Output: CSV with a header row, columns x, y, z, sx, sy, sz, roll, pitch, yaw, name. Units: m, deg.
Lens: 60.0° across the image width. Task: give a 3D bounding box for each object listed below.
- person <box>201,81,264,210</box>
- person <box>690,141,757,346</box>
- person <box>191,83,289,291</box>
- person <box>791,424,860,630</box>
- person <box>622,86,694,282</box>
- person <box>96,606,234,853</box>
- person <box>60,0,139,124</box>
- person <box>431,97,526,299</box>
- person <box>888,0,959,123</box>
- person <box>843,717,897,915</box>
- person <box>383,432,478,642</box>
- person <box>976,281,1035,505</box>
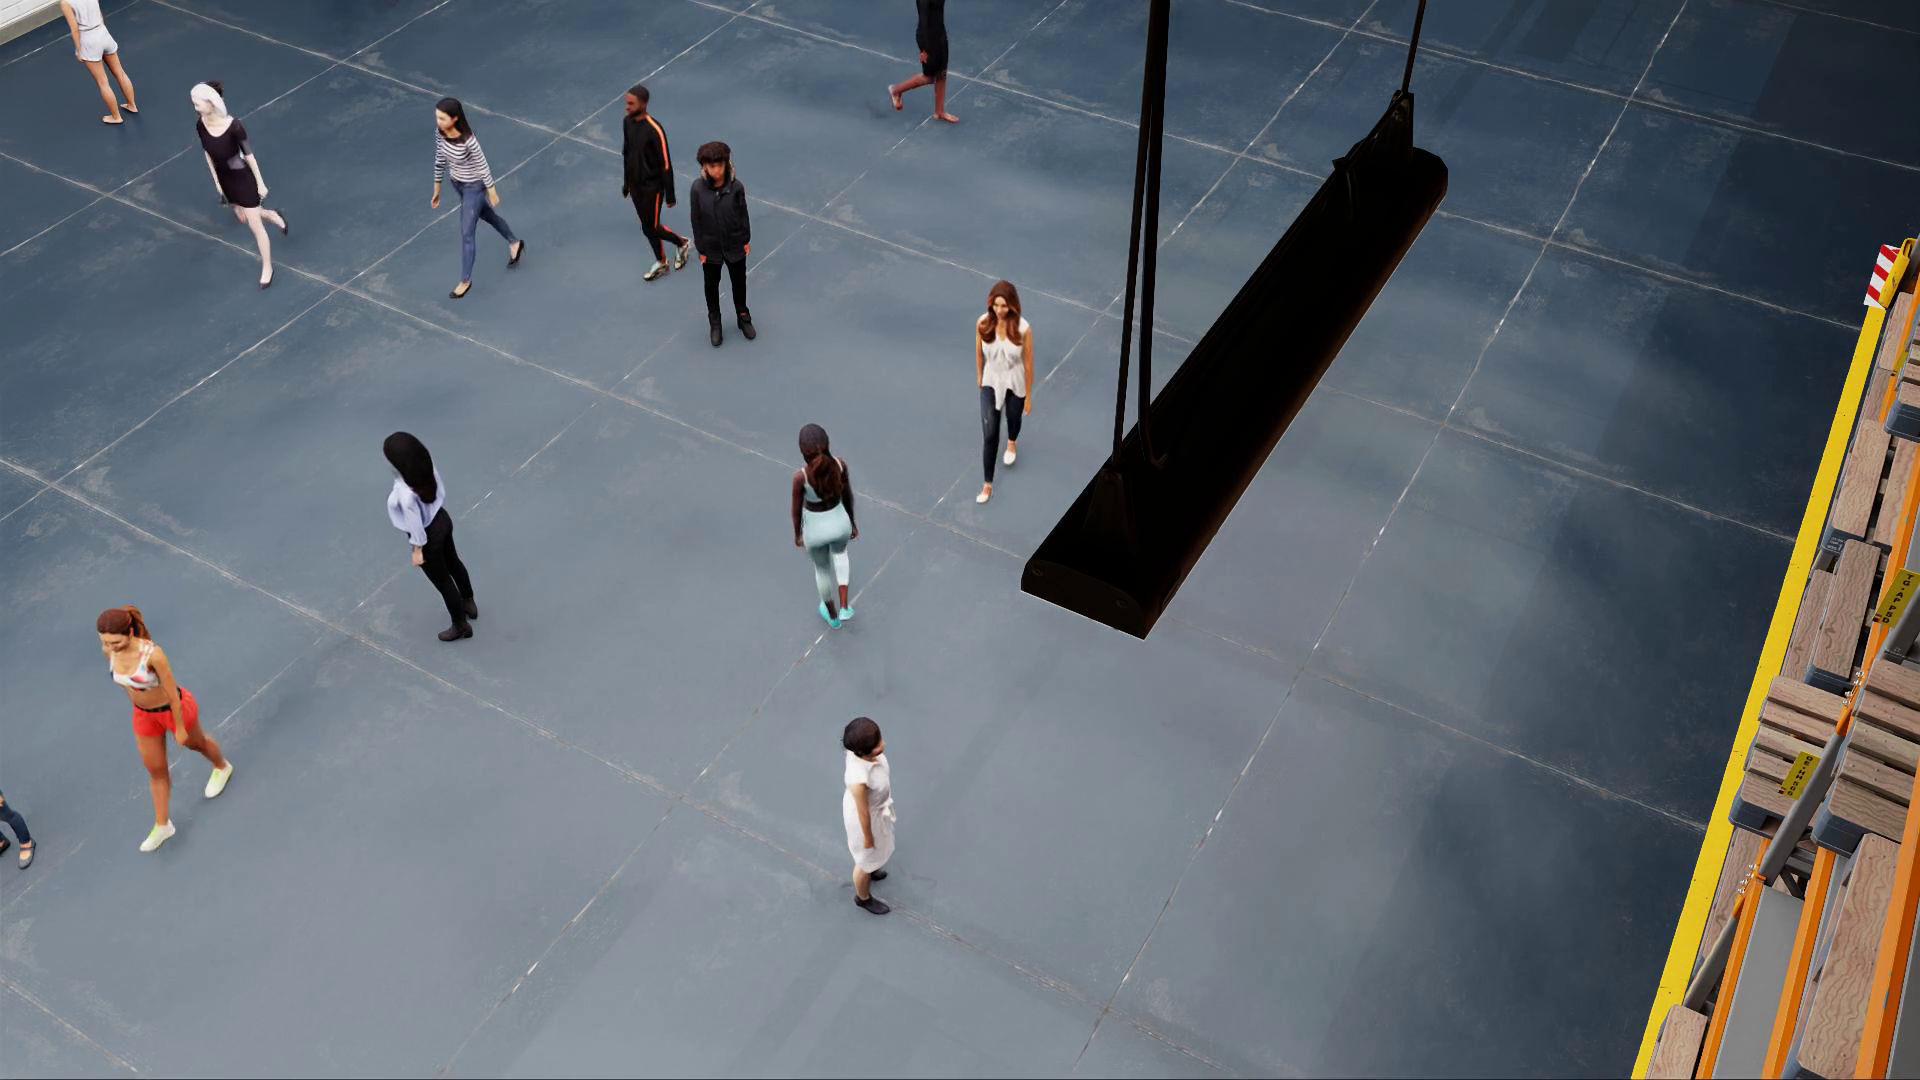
x,y,z,sx,sy,sz,roll,pitch,yaw,name
-6.626,-3.512,15.005,0.571,1.251,0.725,12,45,12,person
-1.934,-2.424,13.479,0.737,1.780,0.798,-11,45,-11,person
-6.096,-3.087,14.153,0.895,1.811,1.142,3,44,3,person
-0.856,-0.016,10.998,0.717,1.714,0.786,-17,46,-17,person
-2.580,-3.044,14.119,0.720,1.794,0.802,32,52,29,person
-4.703,0.959,9.942,0.806,1.760,1.085,8,44,8,person
-8.395,-4.831,16.132,0.644,1.605,0.521,16,46,16,person
-4.066,-2.957,14.067,0.682,1.740,1.144,27,50,26,person
-0.351,-4.823,16.051,0.802,1.705,0.923,12,45,12,person
-0.537,1.549,9.472,0.704,1.555,0.613,-2,44,-2,person
-3.485,-0.028,10.988,0.788,1.746,0.652,3,44,3,person
0.359,-1.177,12.197,0.829,1.742,1.162,9,44,9,person
